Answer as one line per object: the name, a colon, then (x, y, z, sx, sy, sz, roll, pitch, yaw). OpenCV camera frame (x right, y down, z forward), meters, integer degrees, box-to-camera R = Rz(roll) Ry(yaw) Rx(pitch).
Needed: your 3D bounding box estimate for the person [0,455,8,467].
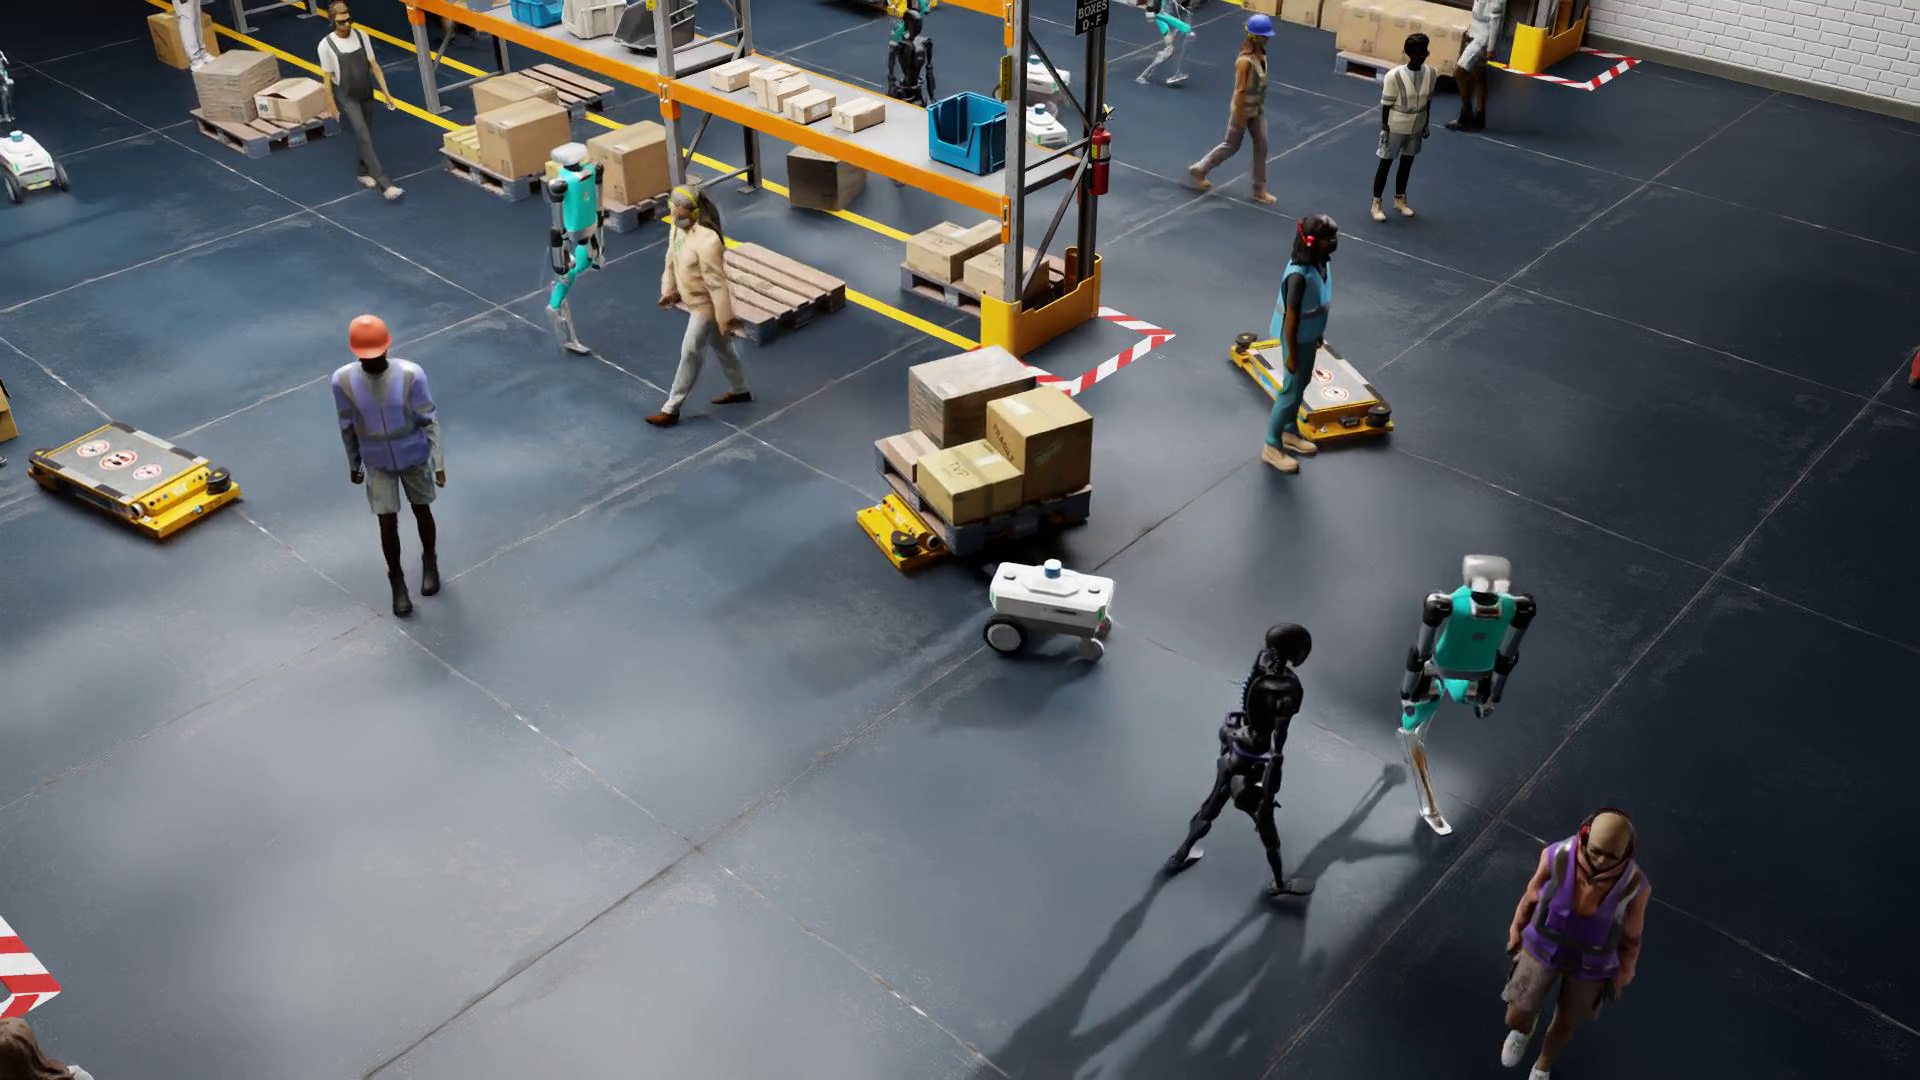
person: (-6.950, -1.232, 11.228, 0.404, 1.824, 0.586, 16, 38, 21)

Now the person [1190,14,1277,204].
person: (2.568, -3.980, 15.275, 0.828, 1.748, 0.482, 22, 40, 28)

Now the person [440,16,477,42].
person: (-5.888, -6.541, 18.991, 0.575, 1.734, 0.488, -27, 43, -33)

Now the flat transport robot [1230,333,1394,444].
flat transport robot: (2.633, -1.180, 12.520, 0.659, 0.231, 1.431, -10, 36, -14)

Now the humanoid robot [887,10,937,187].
humanoid robot: (-0.465, -4.131, 15.565, 0.601, 1.647, 0.321, -28, 43, -34)

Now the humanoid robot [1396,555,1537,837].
humanoid robot: (2.502, 0.630, 8.634, 0.537, 1.738, 0.977, 1, 35, 1)

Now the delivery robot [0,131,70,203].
delivery robot: (-8.817, -3.555, 15.707, 0.499, 0.592, 0.783, -26, 42, -32)

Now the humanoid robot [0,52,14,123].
humanoid robot: (-9.967, -5.025, 16.794, 0.806, 1.756, 0.530, 21, 40, 27)

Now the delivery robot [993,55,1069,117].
delivery robot: (0.754, -4.803, 17.524, 0.782, 0.603, 0.499, 20, 39, 26)

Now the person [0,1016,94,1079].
person: (-3.290, 2.363, 6.159, 0.497, 1.658, 0.337, -16, 38, -22)

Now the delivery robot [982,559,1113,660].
delivery robot: (0.528, 0.385, 10.004, 0.784, 0.599, 0.499, 9, 36, 13)

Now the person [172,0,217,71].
person: (-8.476, -6.105, 18.219, 0.404, 1.904, 0.640, -4, 35, -5)

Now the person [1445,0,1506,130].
person: (5.182, -5.064, 16.689, 0.565, 1.918, 0.561, 5, 35, 8)

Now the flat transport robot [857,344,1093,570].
flat transport robot: (0.091, -0.221, 11.131, 1.431, 0.231, 0.659, -17, 38, -23)

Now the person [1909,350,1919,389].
person: (7.463, -1.903, 12.264, 0.513, 1.753, 0.362, 26, 42, 32)

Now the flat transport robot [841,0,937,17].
flat transport robot: (-1.015, -6.802, 20.664, 1.431, 0.231, 0.659, 29, 44, 35)

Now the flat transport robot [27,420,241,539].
flat transport robot: (-5.702, -0.438, 11.445, 1.431, 0.231, 0.659, 20, 39, 26)

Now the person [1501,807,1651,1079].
person: (2.561, 1.772, 6.993, 0.515, 1.678, 0.398, 16, 38, 22)

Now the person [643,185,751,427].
person: (-1.944, -1.672, 11.855, 0.945, 1.820, 0.620, -17, 38, -23)

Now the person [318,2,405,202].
person: (-5.481, -4.029, 15.302, 0.936, 1.803, 0.512, 23, 41, 29)

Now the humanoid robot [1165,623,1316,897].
humanoid robot: (1.428, 1.061, 8.061, 0.732, 1.630, 0.590, -2, 35, -3)

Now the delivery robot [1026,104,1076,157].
delivery robot: (0.781, -3.966, 16.296, 0.499, 0.585, 0.765, -12, 36, -17)

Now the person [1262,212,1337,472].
person: (2.326, -1.373, 11.402, 0.387, 1.861, 0.515, 20, 39, 26)

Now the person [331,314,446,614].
person: (-3.383, -0.422, 9.969, 0.576, 1.926, 0.626, -9, 36, -13)

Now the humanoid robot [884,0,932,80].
humanoid robot: (-0.570, -5.785, 17.910, 0.724, 1.800, 0.535, 10, 36, 14)

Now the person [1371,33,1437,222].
person: (3.983, -3.699, 14.908, 0.535, 1.699, 0.318, -12, 36, -17)

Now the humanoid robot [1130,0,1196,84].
humanoid robot: (2.318, -5.770, 17.886, 0.875, 1.767, 0.618, 6, 35, 9)

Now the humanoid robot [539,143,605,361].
humanoid robot: (-3.043, -2.165, 12.740, 0.715, 1.876, 0.530, 19, 39, 26)
